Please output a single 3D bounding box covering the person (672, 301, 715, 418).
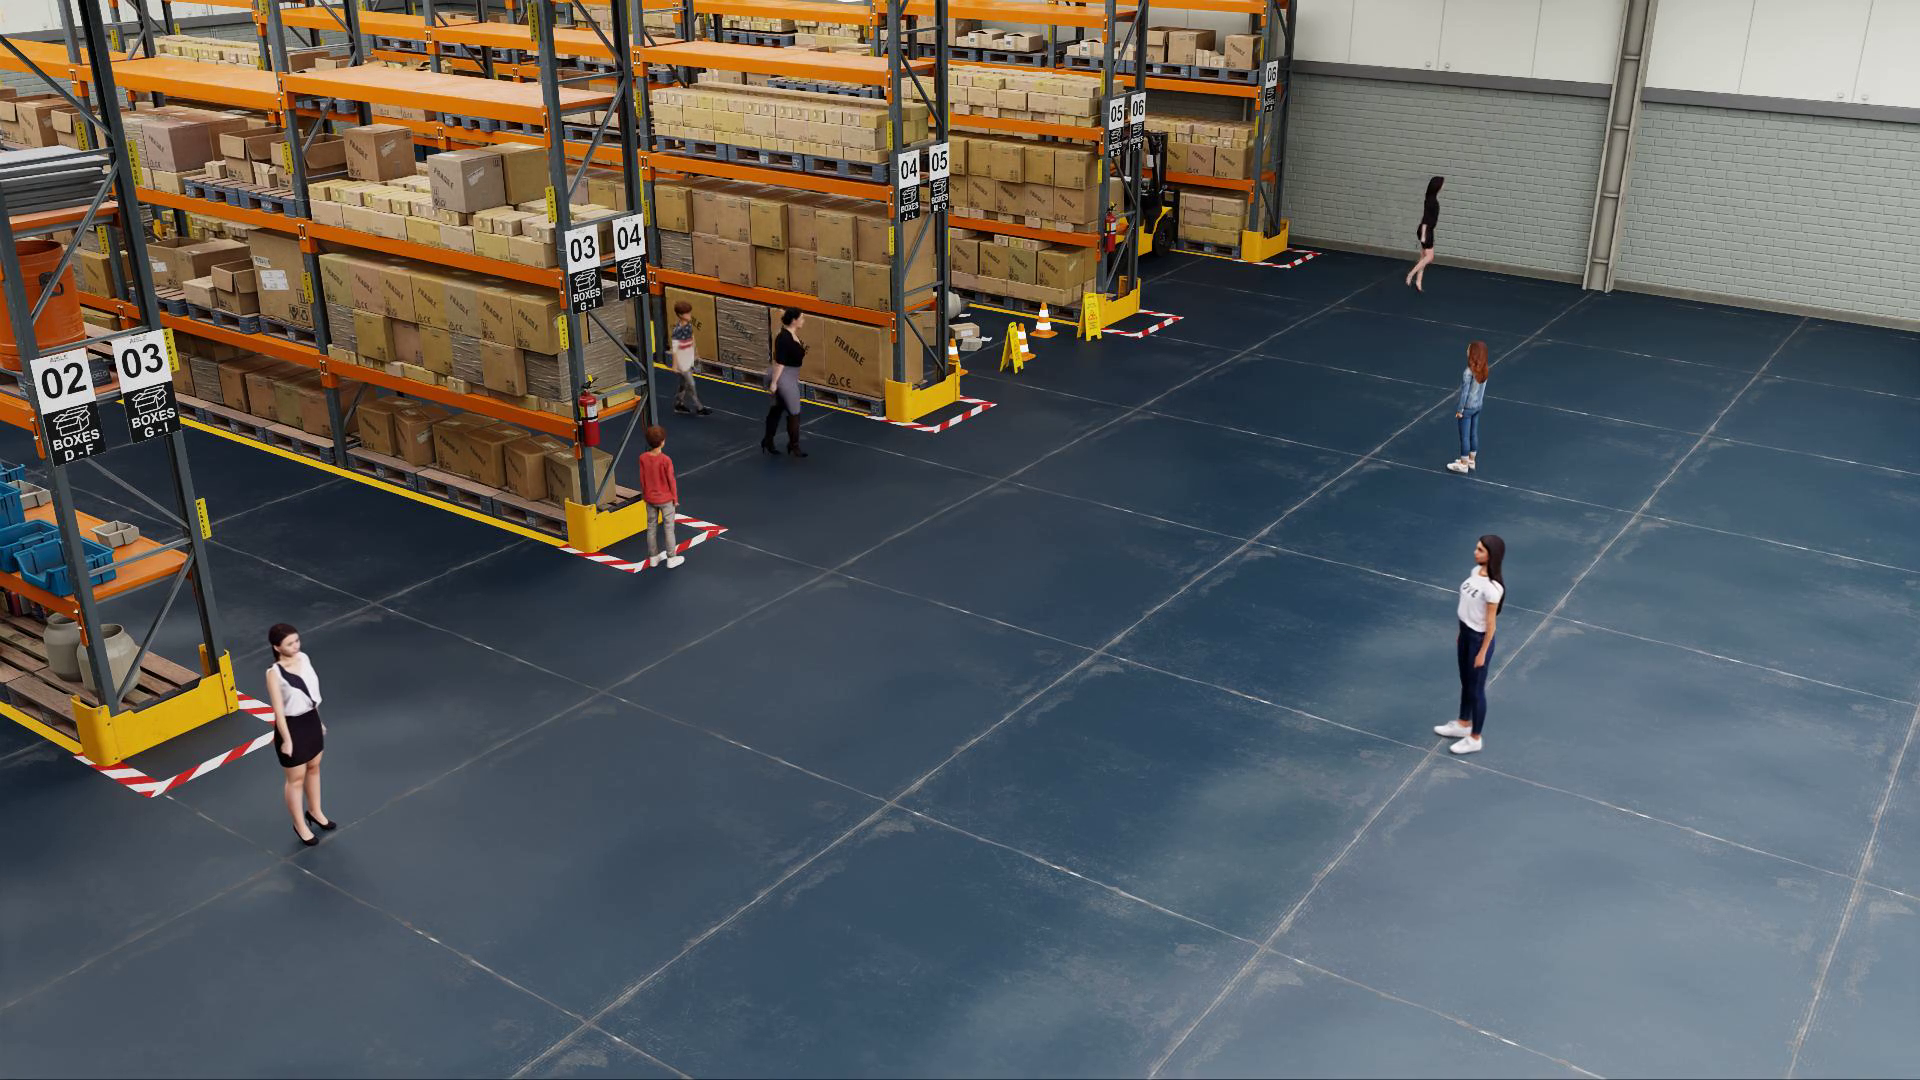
[{"bbox_3d":[-3.386,-2.190,20.112,0.877,1.420,0.664,9,24,19],"label":"person"}]

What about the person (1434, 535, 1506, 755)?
[{"bbox_3d":[3.943,0.779,12.678,0.711,1.774,0.668,-2,23,-4],"label":"person"}]

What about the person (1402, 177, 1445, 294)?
[{"bbox_3d":[7.054,-4.663,25.448,0.721,1.794,0.676,11,25,23],"label":"person"}]

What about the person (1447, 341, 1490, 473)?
[{"bbox_3d":[5.652,-1.484,18.382,0.593,1.475,0.555,-20,30,-39],"label":"person"}]

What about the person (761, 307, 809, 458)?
[{"bbox_3d":[-2.071,-1.747,18.693,0.948,1.716,0.878,2,23,6],"label":"person"}]

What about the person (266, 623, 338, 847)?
[{"bbox_3d":[-4.588,1.330,11.543,0.605,1.648,0.615,7,24,16],"label":"person"}]

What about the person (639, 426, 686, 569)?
[{"bbox_3d":[-2.885,-0.415,15.940,0.495,1.418,0.630,7,24,16],"label":"person"}]
